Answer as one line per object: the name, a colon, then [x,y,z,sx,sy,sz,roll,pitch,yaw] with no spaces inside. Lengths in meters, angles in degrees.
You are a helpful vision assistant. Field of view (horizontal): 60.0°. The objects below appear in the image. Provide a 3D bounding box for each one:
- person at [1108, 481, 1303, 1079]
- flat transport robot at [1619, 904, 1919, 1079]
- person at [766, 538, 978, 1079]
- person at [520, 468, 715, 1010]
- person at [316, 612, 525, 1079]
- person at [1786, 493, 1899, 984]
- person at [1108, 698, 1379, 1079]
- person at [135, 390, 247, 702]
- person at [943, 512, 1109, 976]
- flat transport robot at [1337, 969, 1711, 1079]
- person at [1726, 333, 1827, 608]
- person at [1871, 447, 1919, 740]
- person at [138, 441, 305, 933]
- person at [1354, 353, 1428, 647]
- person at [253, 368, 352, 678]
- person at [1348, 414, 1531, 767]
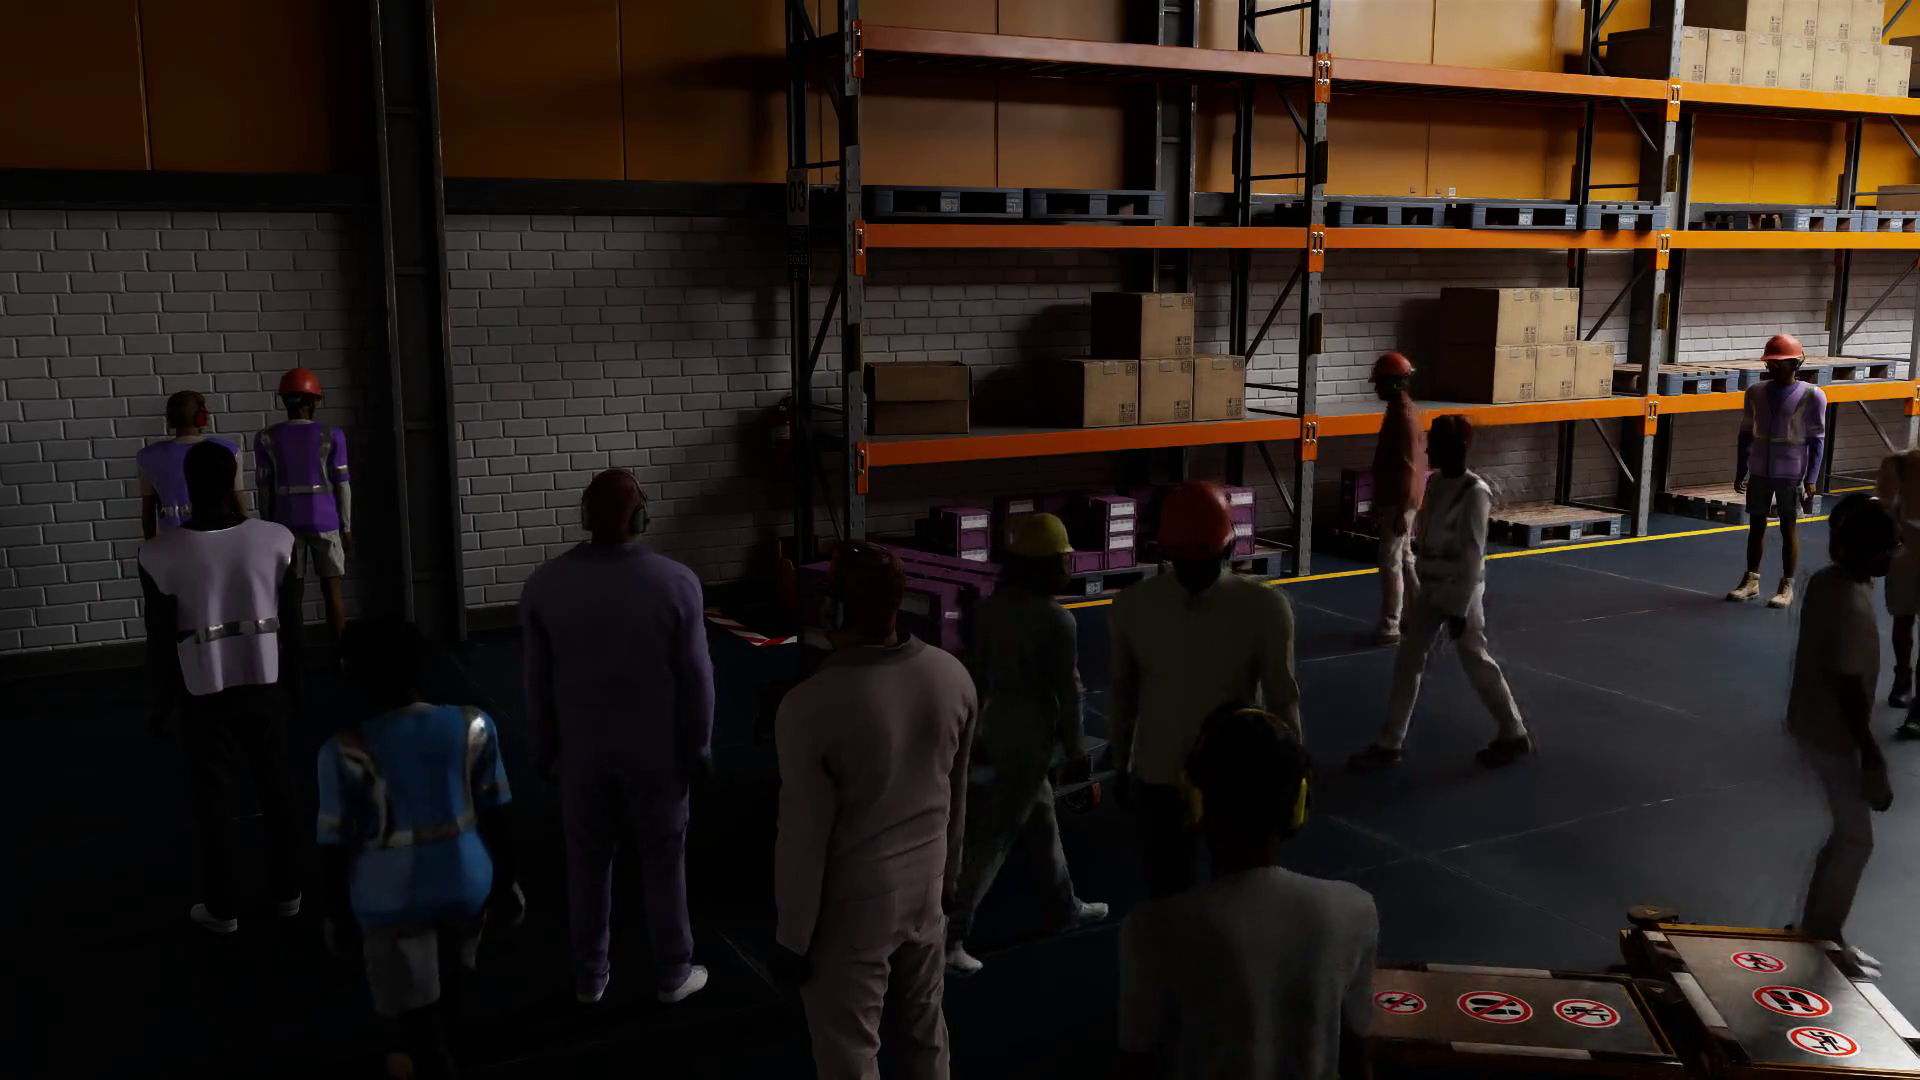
person: [0.807,0.736,5.493,0.641,1.949,0.918,3,10,15]
flat transport robot: [2.696,1.572,5.484,0.652,0.197,1.431,1,10,8]
person: [-0.254,0.941,4.400,0.407,1.913,0.641,9,13,43]
person: [-1.172,0.698,5.819,0.651,1.904,0.403,0,10,2]
person: [-1.561,1.008,4.773,0.554,1.638,0.887,-8,13,-39]
person: [3.166,0.726,5.906,0.424,1.829,0.599,3,10,17]
person: [0.481,1.206,3.083,0.511,1.851,0.496,-4,10,-19]
person: [-4.456,0.054,9.705,0.564,1.842,0.391,-4,11,-23]
person: [0.203,0.742,6.182,0.925,1.692,0.473,-7,12,-33]
flat transport robot: [1.635,1.593,5.363,1.431,0.197,0.652,1,10,8]
person: [6.066,-0.511,12.379,0.393,2.041,0.614,-8,12,-38]
person: [5.406,0.103,9.316,0.564,1.897,1.005,7,12,34]
person: [-2.848,0.575,6.484,0.587,1.920,0.386,-8,13,-38]
person: [2.970,-0.252,11.188,0.525,1.977,0.672,2,10,10]
person: [-4.054,-0.097,10.329,0.545,1.927,0.385,-2,10,-11]
person: [2.532,0.269,8.492,0.970,1.841,0.591,-2,10,-12]
